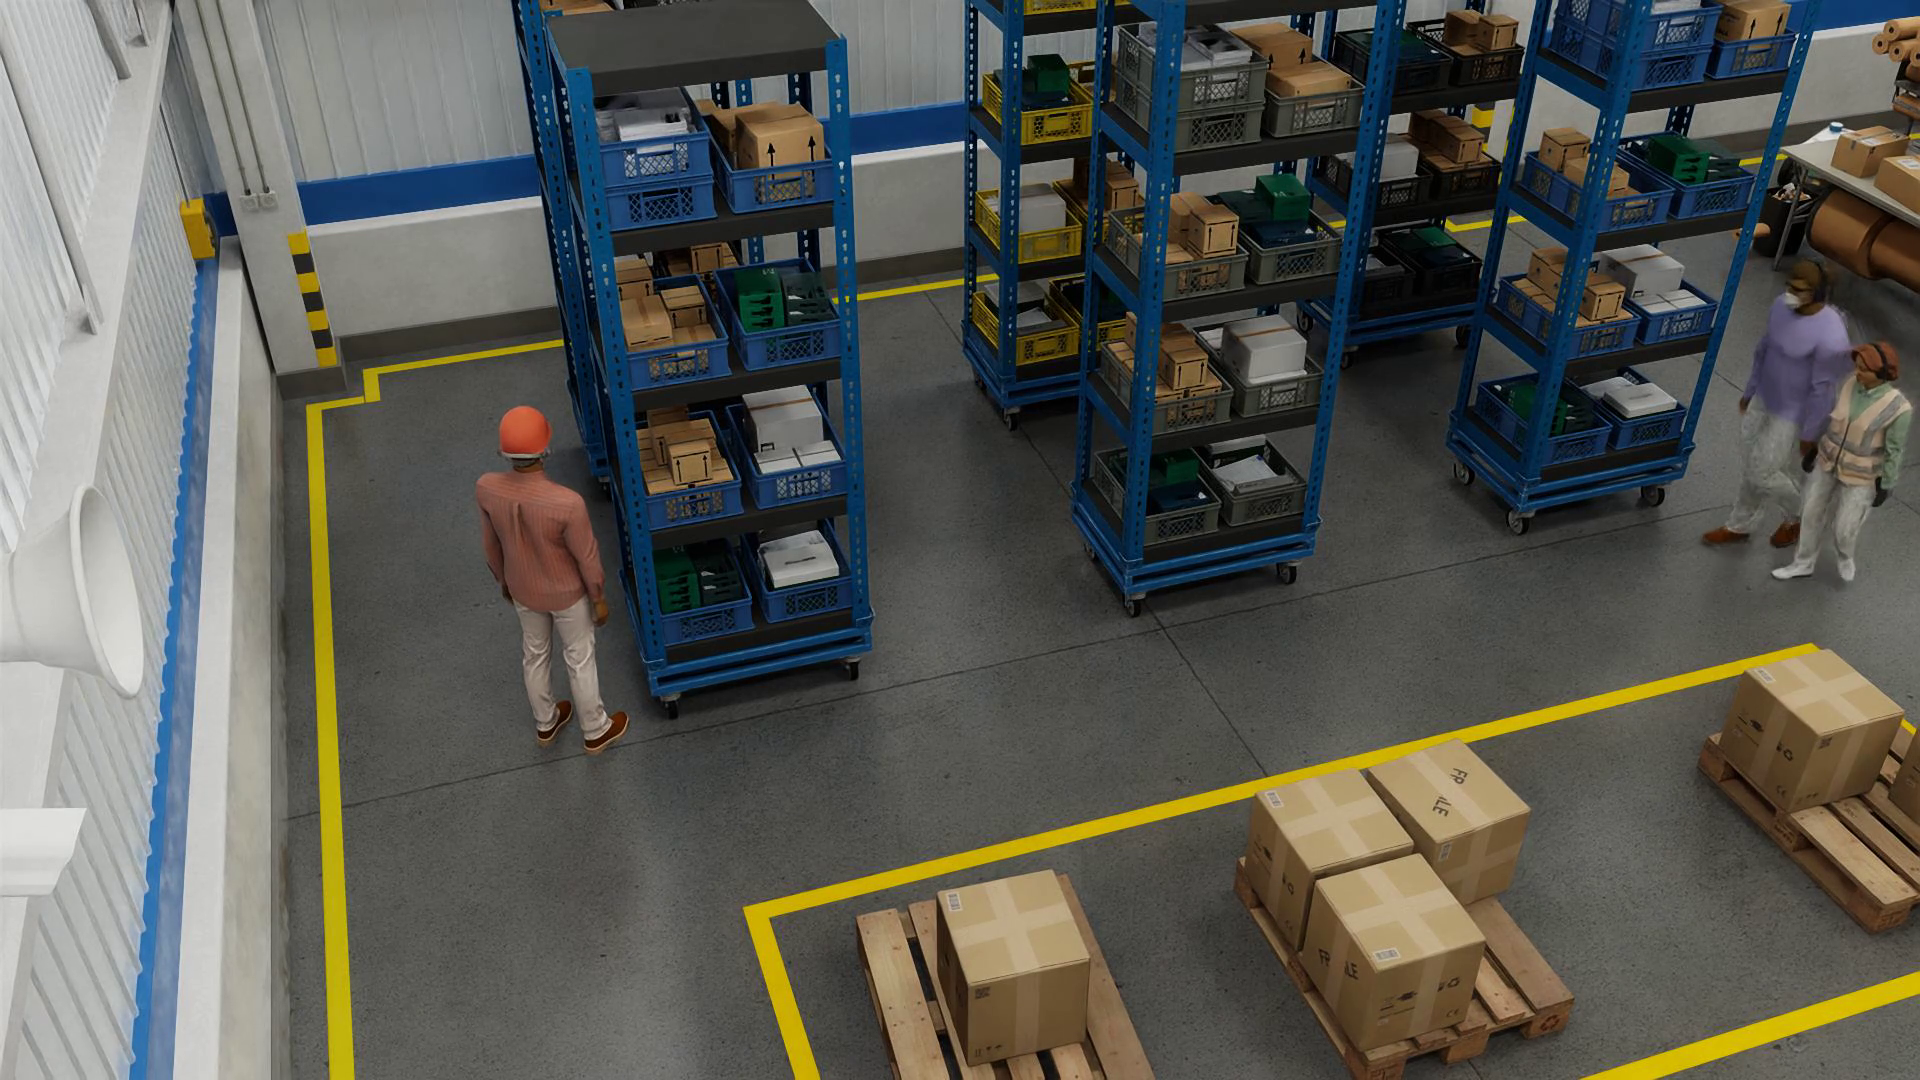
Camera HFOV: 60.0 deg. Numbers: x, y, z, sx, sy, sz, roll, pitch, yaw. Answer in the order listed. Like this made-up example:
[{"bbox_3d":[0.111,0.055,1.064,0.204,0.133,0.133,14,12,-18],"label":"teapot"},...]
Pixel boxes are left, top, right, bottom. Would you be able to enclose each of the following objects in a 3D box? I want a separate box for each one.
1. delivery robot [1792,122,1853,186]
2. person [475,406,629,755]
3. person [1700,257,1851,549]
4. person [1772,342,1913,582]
[{"bbox_3d":[7.596,-3.403,14.534,0.707,0.478,0.477,-29,45,-35],"label":"delivery robot"},{"bbox_3d":[-2.023,0.222,8.230,0.622,1.996,0.370,11,37,15],"label":"person"},{"bbox_3d":[4.830,-0.763,9.702,0.494,1.924,0.633,-4,35,-5],"label":"person"},{"bbox_3d":[5.090,-0.414,9.458,0.477,1.618,0.543,-16,38,-21],"label":"person"}]
